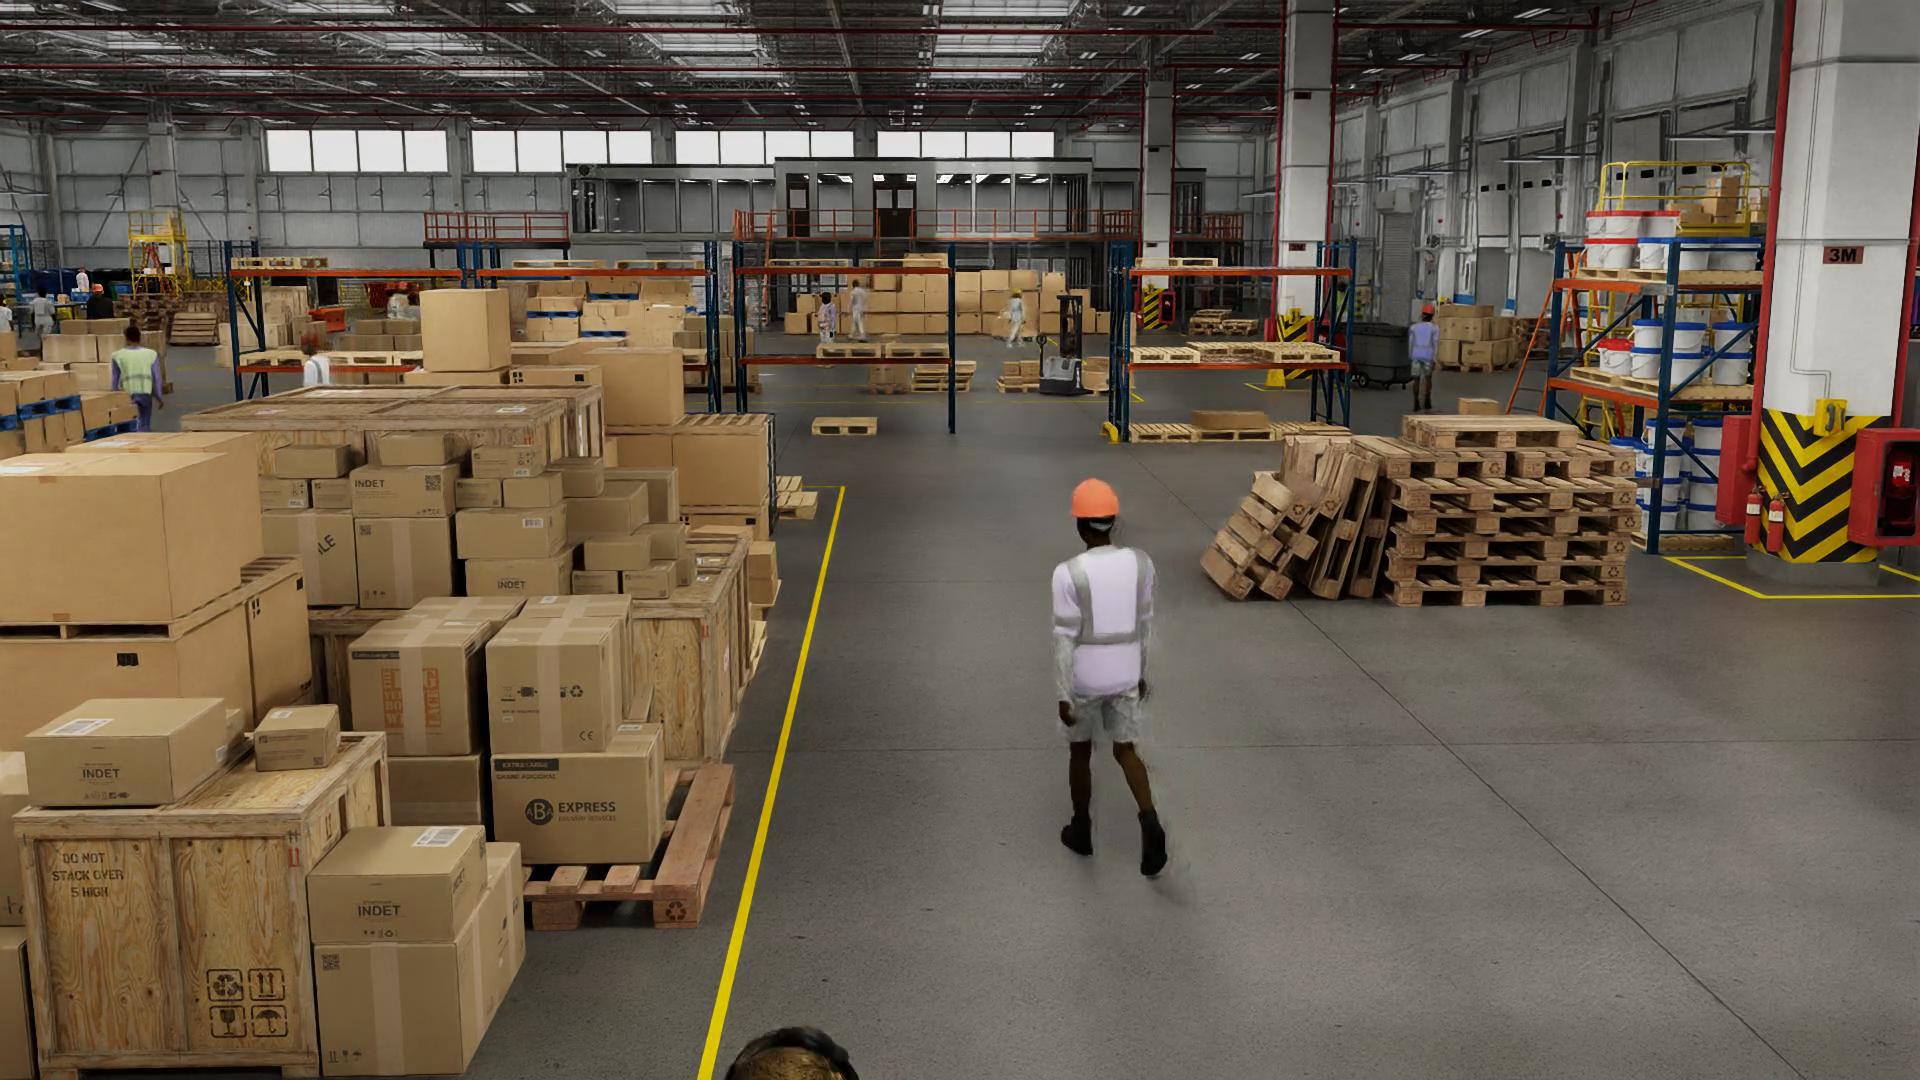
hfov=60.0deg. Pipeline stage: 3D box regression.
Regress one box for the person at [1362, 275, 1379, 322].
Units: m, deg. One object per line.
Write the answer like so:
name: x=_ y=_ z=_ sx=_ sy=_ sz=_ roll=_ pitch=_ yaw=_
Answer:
person: x=14.338 y=-8.299 z=58.009 sx=0.613 sy=1.874 sz=0.983 roll=-1 pitch=10 yaw=-8

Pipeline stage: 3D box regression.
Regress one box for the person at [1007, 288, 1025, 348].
person: x=1.600 y=-6.371 z=47.742 sx=0.493 sy=1.709 sz=0.860 roll=10 pitch=14 yaw=43

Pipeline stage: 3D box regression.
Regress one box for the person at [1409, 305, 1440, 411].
person: x=8.395 y=-3.294 z=30.081 sx=0.567 sy=1.897 sz=0.855 roll=5 pitch=11 yaw=25

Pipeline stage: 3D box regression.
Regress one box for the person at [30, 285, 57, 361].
person: x=-23.504 y=-5.556 z=42.595 sx=0.614 sy=1.939 sz=0.888 roll=1 pitch=10 yaw=5

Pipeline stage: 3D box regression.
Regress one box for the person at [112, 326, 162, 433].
person: x=-11.442 y=-2.035 z=23.159 sx=0.596 sy=1.868 sz=0.983 roll=-6 pitch=12 yaw=-31

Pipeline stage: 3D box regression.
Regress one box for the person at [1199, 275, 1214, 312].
person: x=10.582 y=-10.769 z=71.473 sx=0.612 sy=1.986 sz=0.407 roll=3 pitch=11 yaw=18

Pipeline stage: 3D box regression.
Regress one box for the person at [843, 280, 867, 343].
person: x=-3.192 y=-6.890 z=50.119 sx=1.011 sy=1.885 sz=0.661 roll=7 pitch=12 yaw=33

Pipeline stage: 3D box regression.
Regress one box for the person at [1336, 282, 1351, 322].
person: x=11.668 y=-6.977 z=50.871 sx=0.642 sy=1.805 sz=0.943 roll=1 pitch=10 yaw=5

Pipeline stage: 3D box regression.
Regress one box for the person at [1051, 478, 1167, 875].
person: x=0.712 y=0.663 z=7.990 sx=0.566 sy=1.919 sz=0.771 roll=-4 pitch=11 yaw=-21

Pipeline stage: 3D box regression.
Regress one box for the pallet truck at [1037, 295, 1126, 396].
pallet truck: x=2.483 y=-3.881 z=33.060 sx=1.885 sy=1.965 sz=0.823 roll=-7 pitch=13 yaw=-36

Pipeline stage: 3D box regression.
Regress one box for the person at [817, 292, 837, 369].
person: x=-3.198 y=-5.023 z=39.856 sx=0.429 sy=1.845 sz=0.627 roll=-7 pitch=12 yaw=-34

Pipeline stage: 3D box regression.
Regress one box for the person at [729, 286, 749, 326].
person: x=-6.197 y=-6.202 z=46.471 sx=0.539 sy=1.821 sz=0.565 roll=-5 pitch=11 yaw=-24

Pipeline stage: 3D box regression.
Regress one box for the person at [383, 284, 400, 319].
person: x=-15.246 y=-5.864 z=44.349 sx=0.888 sy=1.904 sz=0.574 roll=-3 pitch=11 yaw=-16

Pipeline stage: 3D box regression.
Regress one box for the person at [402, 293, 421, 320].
person: x=-12.725 y=-4.835 z=38.819 sx=0.524 sy=1.853 sz=0.698 roll=-8 pitch=13 yaw=-39

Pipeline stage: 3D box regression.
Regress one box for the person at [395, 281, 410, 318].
person: x=-15.692 y=-6.348 z=47.017 sx=0.570 sy=1.919 sz=0.507 roll=-4 pitch=11 yaw=-22

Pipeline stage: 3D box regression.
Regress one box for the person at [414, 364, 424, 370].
person: x=-6.259 y=-1.481 z=19.951 sx=0.424 sy=1.913 sz=0.597 roll=7 pitch=12 yaw=35

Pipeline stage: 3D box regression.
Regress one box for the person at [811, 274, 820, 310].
person: x=-5.270 y=-8.798 z=60.774 sx=0.357 sy=1.881 sz=0.574 roll=2 pitch=10 yaw=9

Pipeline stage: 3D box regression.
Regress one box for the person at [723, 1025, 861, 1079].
person: x=-0.239 y=1.659 z=2.448 sx=0.641 sy=1.911 sz=0.880 roll=2 pitch=10 yaw=10

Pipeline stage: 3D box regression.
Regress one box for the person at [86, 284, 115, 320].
person: x=-21.333 y=-5.361 z=41.314 sx=0.622 sy=1.992 sz=0.394 roll=-6 pitch=12 yaw=-30

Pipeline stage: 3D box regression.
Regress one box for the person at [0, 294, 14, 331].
person: x=-21.460 y=-4.584 z=37.355 sx=0.521 sy=1.865 sz=0.335 roll=1 pitch=10 yaw=6

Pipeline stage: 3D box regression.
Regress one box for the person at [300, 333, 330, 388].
person: x=-8.248 y=-1.721 z=21.358 sx=0.500 sy=1.873 sz=0.609 roll=0 pitch=10 yaw=2

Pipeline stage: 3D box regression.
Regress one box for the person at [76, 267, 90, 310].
person: x=-39.212 y=-11.272 z=74.486 sx=0.653 sy=1.906 sz=0.408 roll=5 pitch=11 yaw=24
